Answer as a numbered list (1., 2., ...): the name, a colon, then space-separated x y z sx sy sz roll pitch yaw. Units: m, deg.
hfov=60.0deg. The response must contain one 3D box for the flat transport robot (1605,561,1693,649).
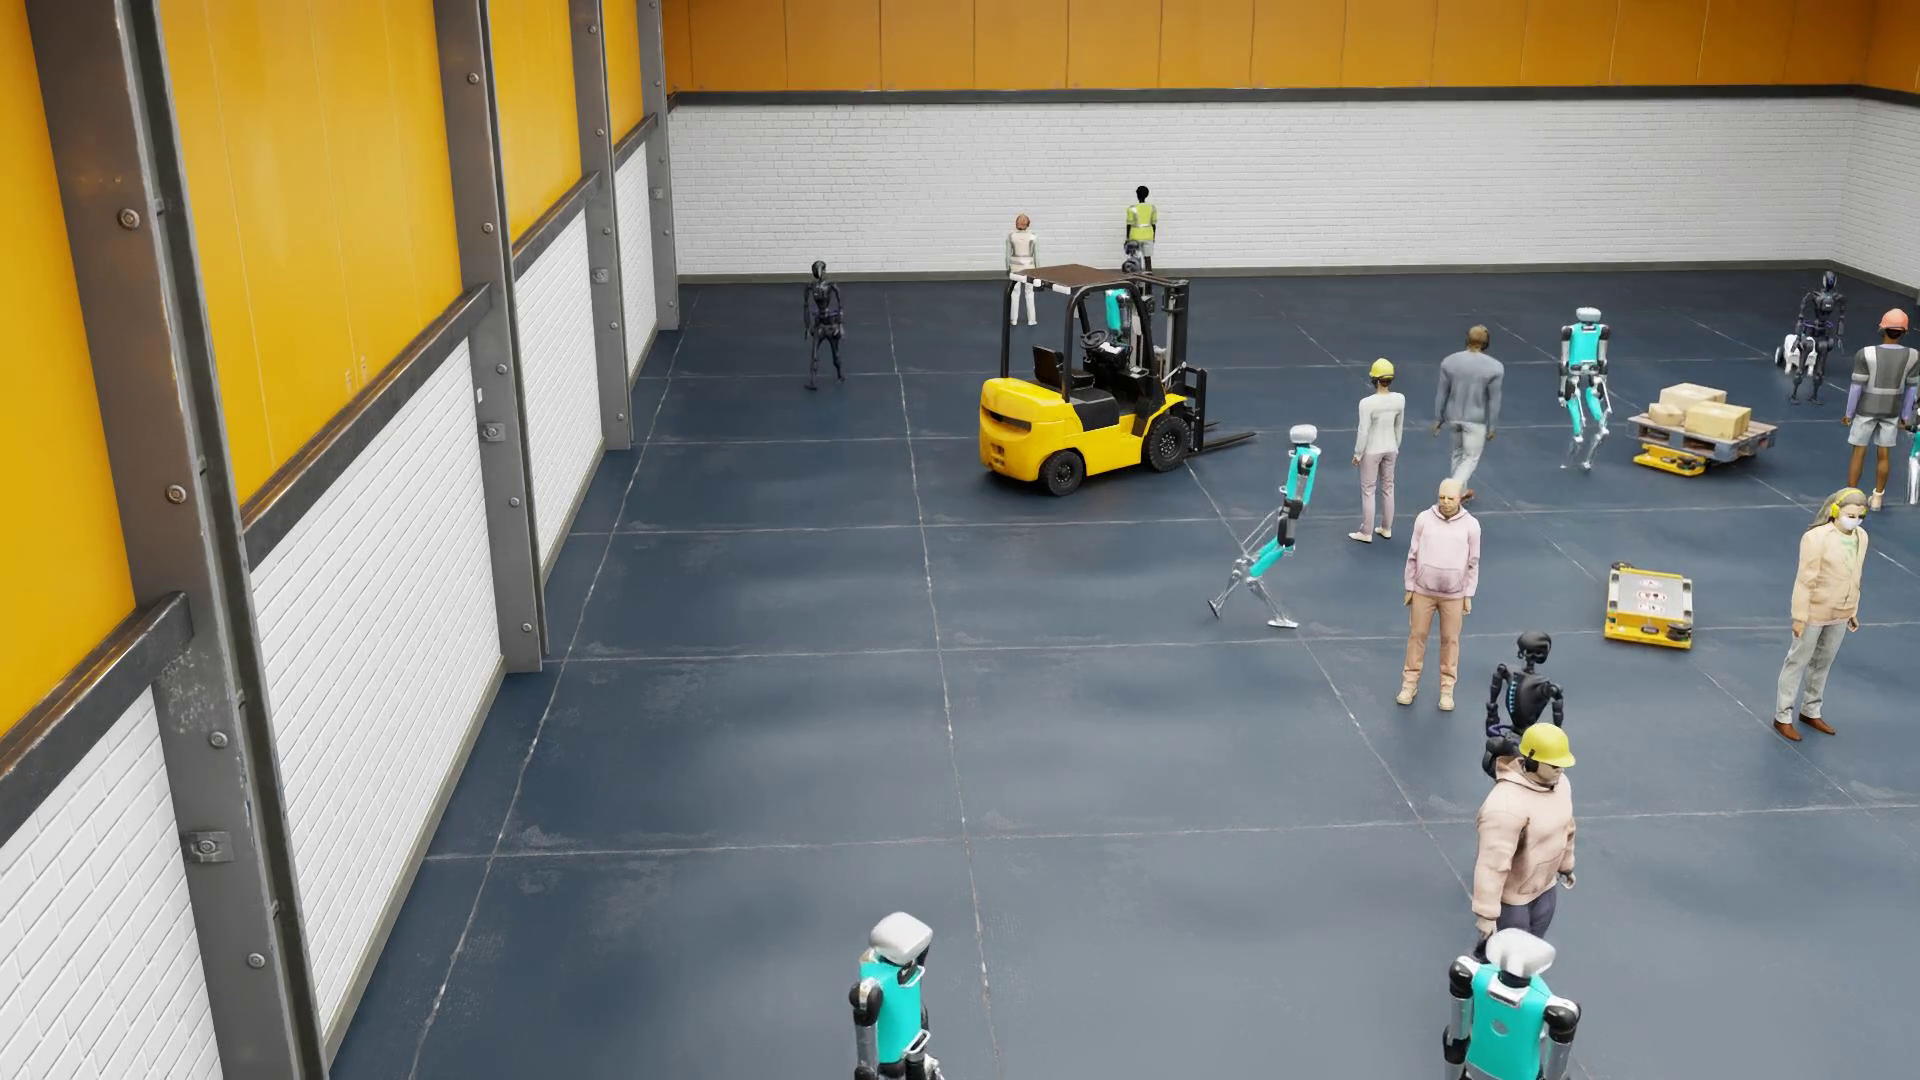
1. flat transport robot: 5.857 0.546 14.138 0.659 0.231 1.431 8 22 20

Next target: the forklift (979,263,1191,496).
1. forklift: 1.315 -1.764 17.646 2.313 2.155 1.214 -14 24 -33

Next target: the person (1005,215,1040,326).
1. person: 0.917 -3.952 24.402 0.514 1.639 0.308 3 20 8

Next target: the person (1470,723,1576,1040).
1. person: 2.860 1.763 8.526 0.789 1.859 0.432 -16 26 -37

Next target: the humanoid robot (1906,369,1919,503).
1. humanoid robot: 9.742 -1.155 16.741 0.552 1.844 0.765 5 21 13

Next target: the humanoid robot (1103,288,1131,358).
1. humanoid robot: 2.147 -2.273 19.757 0.908 1.810 0.548 -6 21 -16

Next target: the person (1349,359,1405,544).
1. person: 3.941 -0.844 15.754 0.530 1.767 0.326 -9 22 -24

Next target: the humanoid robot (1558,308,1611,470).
1. humanoid robot: 6.678 -1.518 17.655 0.532 1.788 0.782 -2 20 -5

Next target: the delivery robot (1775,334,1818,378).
1. delivery robot: 11.102 -2.481 21.988 0.499 0.606 0.781 8 21 20

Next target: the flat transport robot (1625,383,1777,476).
1. flat transport robot: 8.117 -0.982 18.302 1.431 0.231 0.659 -15 25 -35

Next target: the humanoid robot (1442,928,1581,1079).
1. humanoid robot: 2.382 2.384 7.090 0.536 1.836 0.752 17 26 38

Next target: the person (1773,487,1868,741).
1. person: 6.176 0.510 11.912 0.555 1.876 0.405 -6 21 -16

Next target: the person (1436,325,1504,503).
1. person: 5.004 -1.182 16.492 0.635 1.905 0.929 16 26 38

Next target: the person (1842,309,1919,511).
1. person: 9.138 -1.290 16.571 0.613 2.042 0.370 3 20 9

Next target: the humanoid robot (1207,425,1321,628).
1. humanoid robot: 2.462 -0.088 13.783 0.933 1.795 0.559 4 21 10

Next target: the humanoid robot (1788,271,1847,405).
1. humanoid robot: 10.480 -2.467 20.301 0.602 1.655 0.321 2 20 4

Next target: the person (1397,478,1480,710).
1. person: 3.571 0.385 12.381 0.525 1.783 0.401 7 21 19

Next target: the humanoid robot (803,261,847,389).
1. humanoid robot: -1.706 -2.716 21.058 0.612 1.628 0.787 9 22 23

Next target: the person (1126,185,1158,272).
1. person: 2.922 -4.850 26.793 0.543 1.684 0.322 -6 21 -15

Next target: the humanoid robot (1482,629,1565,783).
1. humanoid robot: 3.362 1.313 10.008 0.378 1.643 0.586 -13 24 -32

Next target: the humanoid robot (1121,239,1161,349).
1. humanoid robot: 2.381 -3.261 22.533 0.742 1.634 0.616 6 21 17

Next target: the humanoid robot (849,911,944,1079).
1. humanoid robot: -0.038 2.438 6.949 0.915 1.830 0.538 9 22 23
